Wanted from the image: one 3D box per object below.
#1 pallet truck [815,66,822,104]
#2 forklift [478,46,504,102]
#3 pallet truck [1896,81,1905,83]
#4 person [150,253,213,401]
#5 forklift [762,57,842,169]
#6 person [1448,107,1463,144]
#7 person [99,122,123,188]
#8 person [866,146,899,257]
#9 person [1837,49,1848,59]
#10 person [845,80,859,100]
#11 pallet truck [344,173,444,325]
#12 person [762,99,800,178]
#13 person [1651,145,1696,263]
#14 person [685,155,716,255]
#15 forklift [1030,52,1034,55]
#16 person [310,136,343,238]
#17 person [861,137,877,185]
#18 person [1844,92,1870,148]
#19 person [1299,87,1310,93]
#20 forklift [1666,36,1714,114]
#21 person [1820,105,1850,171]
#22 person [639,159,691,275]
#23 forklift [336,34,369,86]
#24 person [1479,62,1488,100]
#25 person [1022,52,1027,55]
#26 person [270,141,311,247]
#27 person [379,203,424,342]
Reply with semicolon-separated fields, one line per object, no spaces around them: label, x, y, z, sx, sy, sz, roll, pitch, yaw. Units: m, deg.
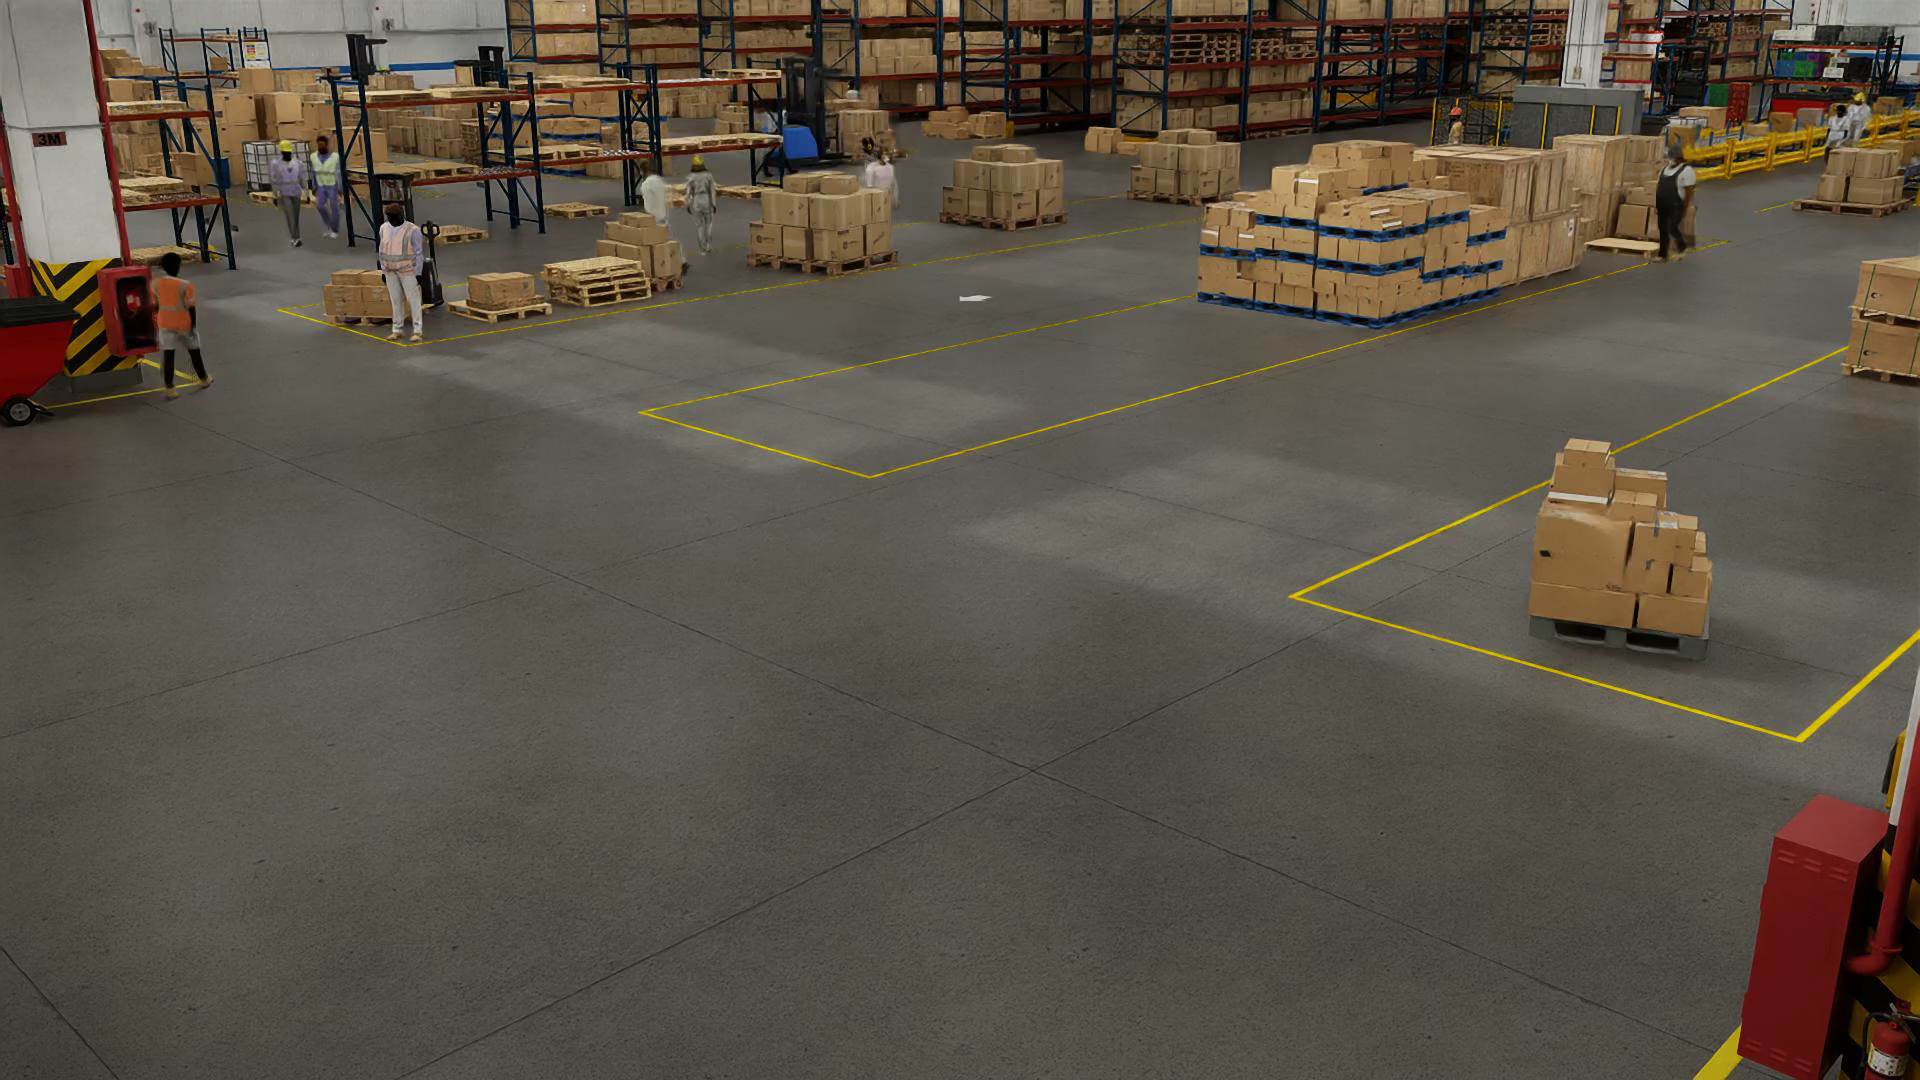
pallet truck;-4.812;-15.182;56.903;0.823;1.965;1.885;-9;21;-26
forklift;-14.397;-13.832;51.456;1.129;2.768;1.873;17;25;41
pallet truck;34.802;-16.331;61.455;0.653;1.274;1.630;17;25;41
person;-9.000;-2.476;19.156;0.550;1.644;0.894;0;18;-1
forklift;-4.178;-11.177;43.456;1.129;2.768;1.873;17;25;41
person;11.333;-8.951;38.223;0.357;1.937;0.551;6;19;18
person;-18.504;-8.197;36.154;0.516;1.802;0.928;-15;23;-38
person;-1.312;-5.906;29.070;0.547;1.921;0.660;16;24;40
person;41.171;-22.099;77.807;0.628;1.961;0.961;6;19;17
person;-3.343;-13.145;51.010;0.543;1.831;0.871;-12;22;-32
pallet truck;-8.209;-4.181;23.757;0.823;1.965;1.885;3;19;9
person;-4.506;-9.996;41.404;1.015;1.907;0.629;-12;22;-31
person;12.130;-5.745;28.401;0.546;2.000;0.703;-7;20;-20
person;-4.599;-5.945;29.482;0.518;1.722;0.567;-4;19;-13
forklift;3.458;-21.986;76.022;1.873;2.768;1.129;12;22;32
person;-11.912;-6.637;31.301;0.630;1.901;0.496;1;18;2
person;-1.714;-6.663;31.448;0.329;1.865;0.507;-3;19;-8
person;24.550;-11.336;45.601;0.462;1.817;0.601;-17;25;-42
person;12.924;-16.874;62.549;0.538;1.656;0.862;6;19;17
forklift;27.341;-17.291;61.877;1.129;2.768;1.873;17;25;41
person;22.467;-10.310;42.710;0.655;1.671;0.558;-16;24;-40
person;-4.910;-5.246;27.125;0.984;1.900;0.650;6;19;19
forklift;-23.464;-18.297;64.908;1.129;2.768;1.873;17;25;41
person;21.640;-18.988;68.978;0.700;1.607;0.502;-7;20;-21
person;2.902;-21.994;77.427;0.629;1.990;1.024;-11;21;-30
person;-12.122;-6.276;30.234;0.612;1.884;0.925;-14;23;-36
person;-7.438;-3.557;22.131;0.620;1.838;0.429;4;19;13
